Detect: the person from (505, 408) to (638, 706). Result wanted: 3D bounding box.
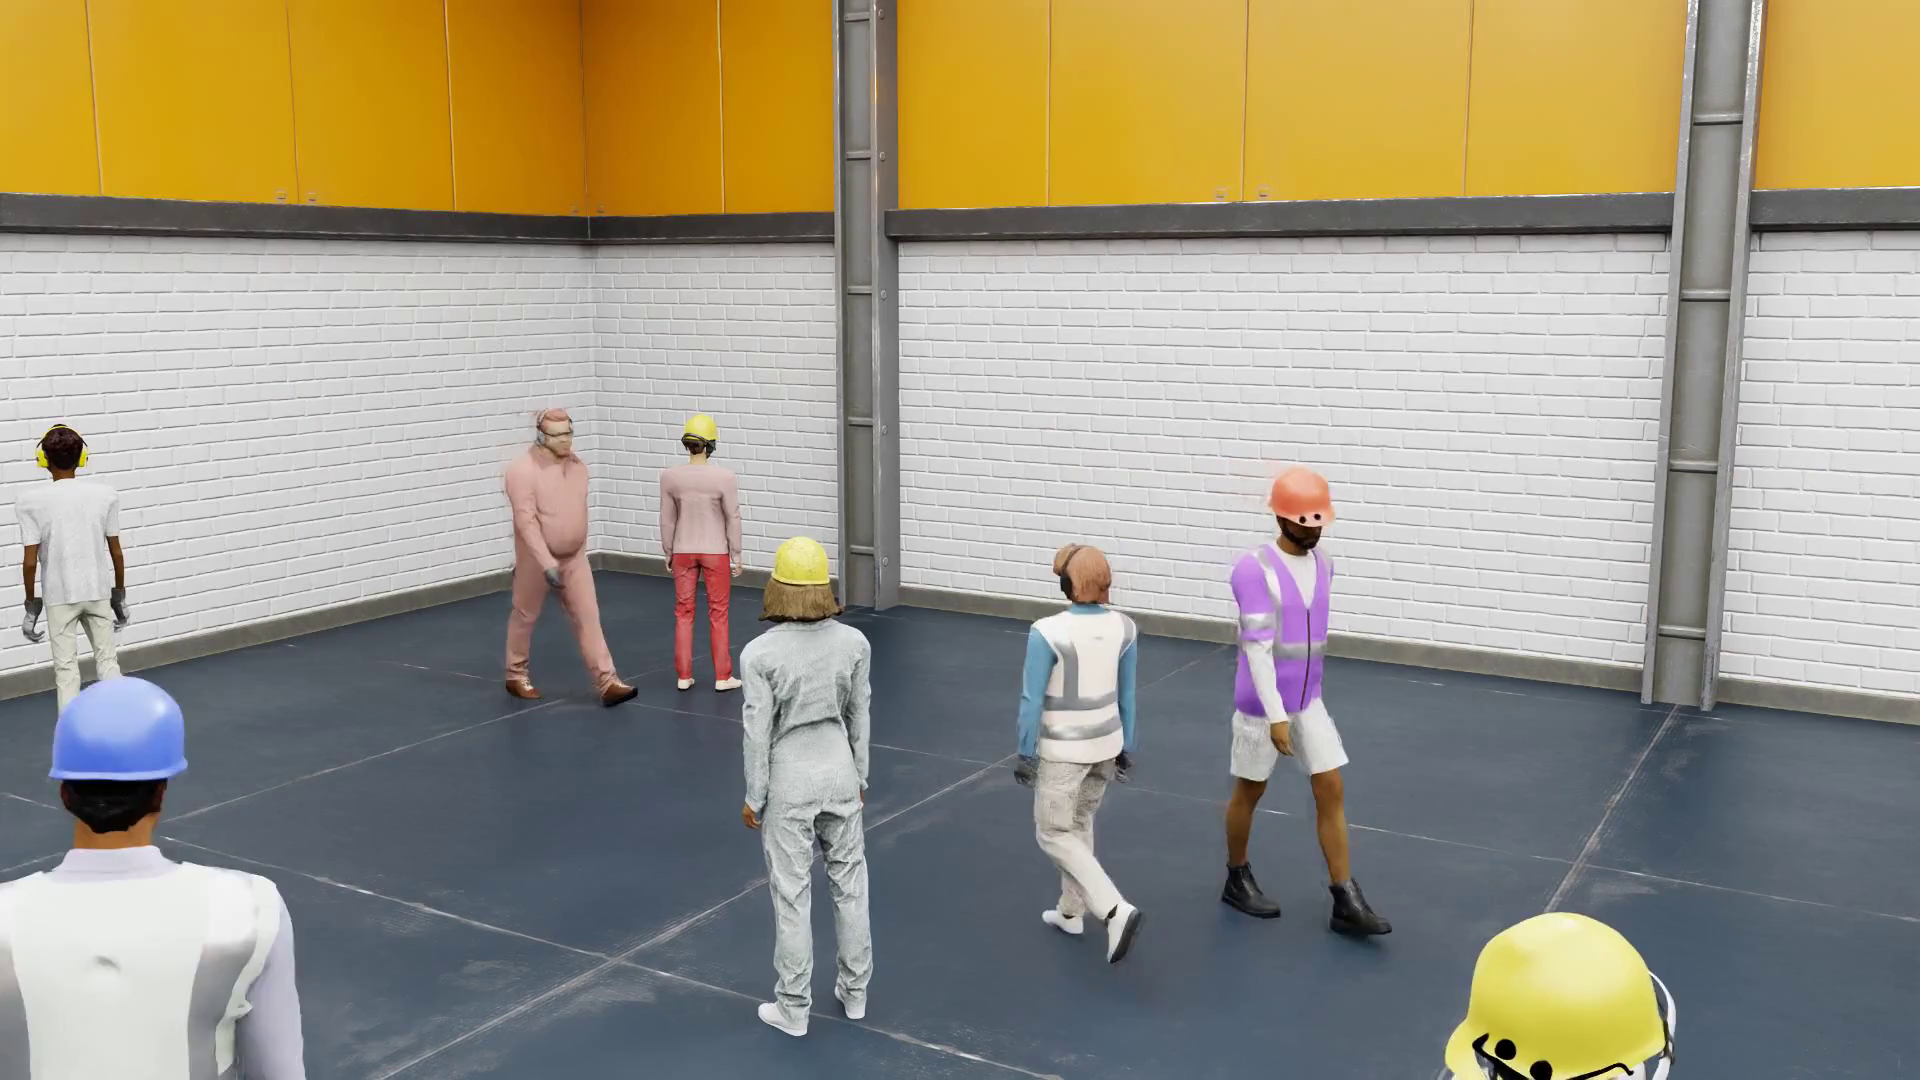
[{"bbox_3d":[-2.456,0.117,10.138,1.075,1.843,0.638,7,11,36],"label":"person"}]

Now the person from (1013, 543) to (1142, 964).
[{"bbox_3d":[0.494,0.821,6.409,0.516,1.614,0.634,-7,11,-36],"label":"person"}]

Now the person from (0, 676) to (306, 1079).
[{"bbox_3d":[-1.515,1.206,3.047,0.628,1.927,0.437,-4,10,-25],"label":"person"}]

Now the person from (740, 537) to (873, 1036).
[{"bbox_3d":[-0.542,0.853,5.821,0.487,1.744,0.312,-5,10,-29],"label":"person"}]

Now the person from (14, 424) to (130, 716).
[{"bbox_3d":[-4.632,0.329,8.696,0.520,1.873,0.335,-8,12,-41],"label":"person"}]

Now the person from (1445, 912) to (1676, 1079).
[{"bbox_3d":[0.788,1.378,2.295,0.403,1.825,0.586,-4,10,-25],"label":"person"}]

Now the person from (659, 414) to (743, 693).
[{"bbox_3d":[-1.627,0.089,10.523,0.533,1.768,0.310,2,9,10],"label":"person"}]

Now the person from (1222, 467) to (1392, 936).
[{"bbox_3d":[1.372,0.658,6.608,0.542,1.888,0.892,-6,11,-31],"label":"person"}]
